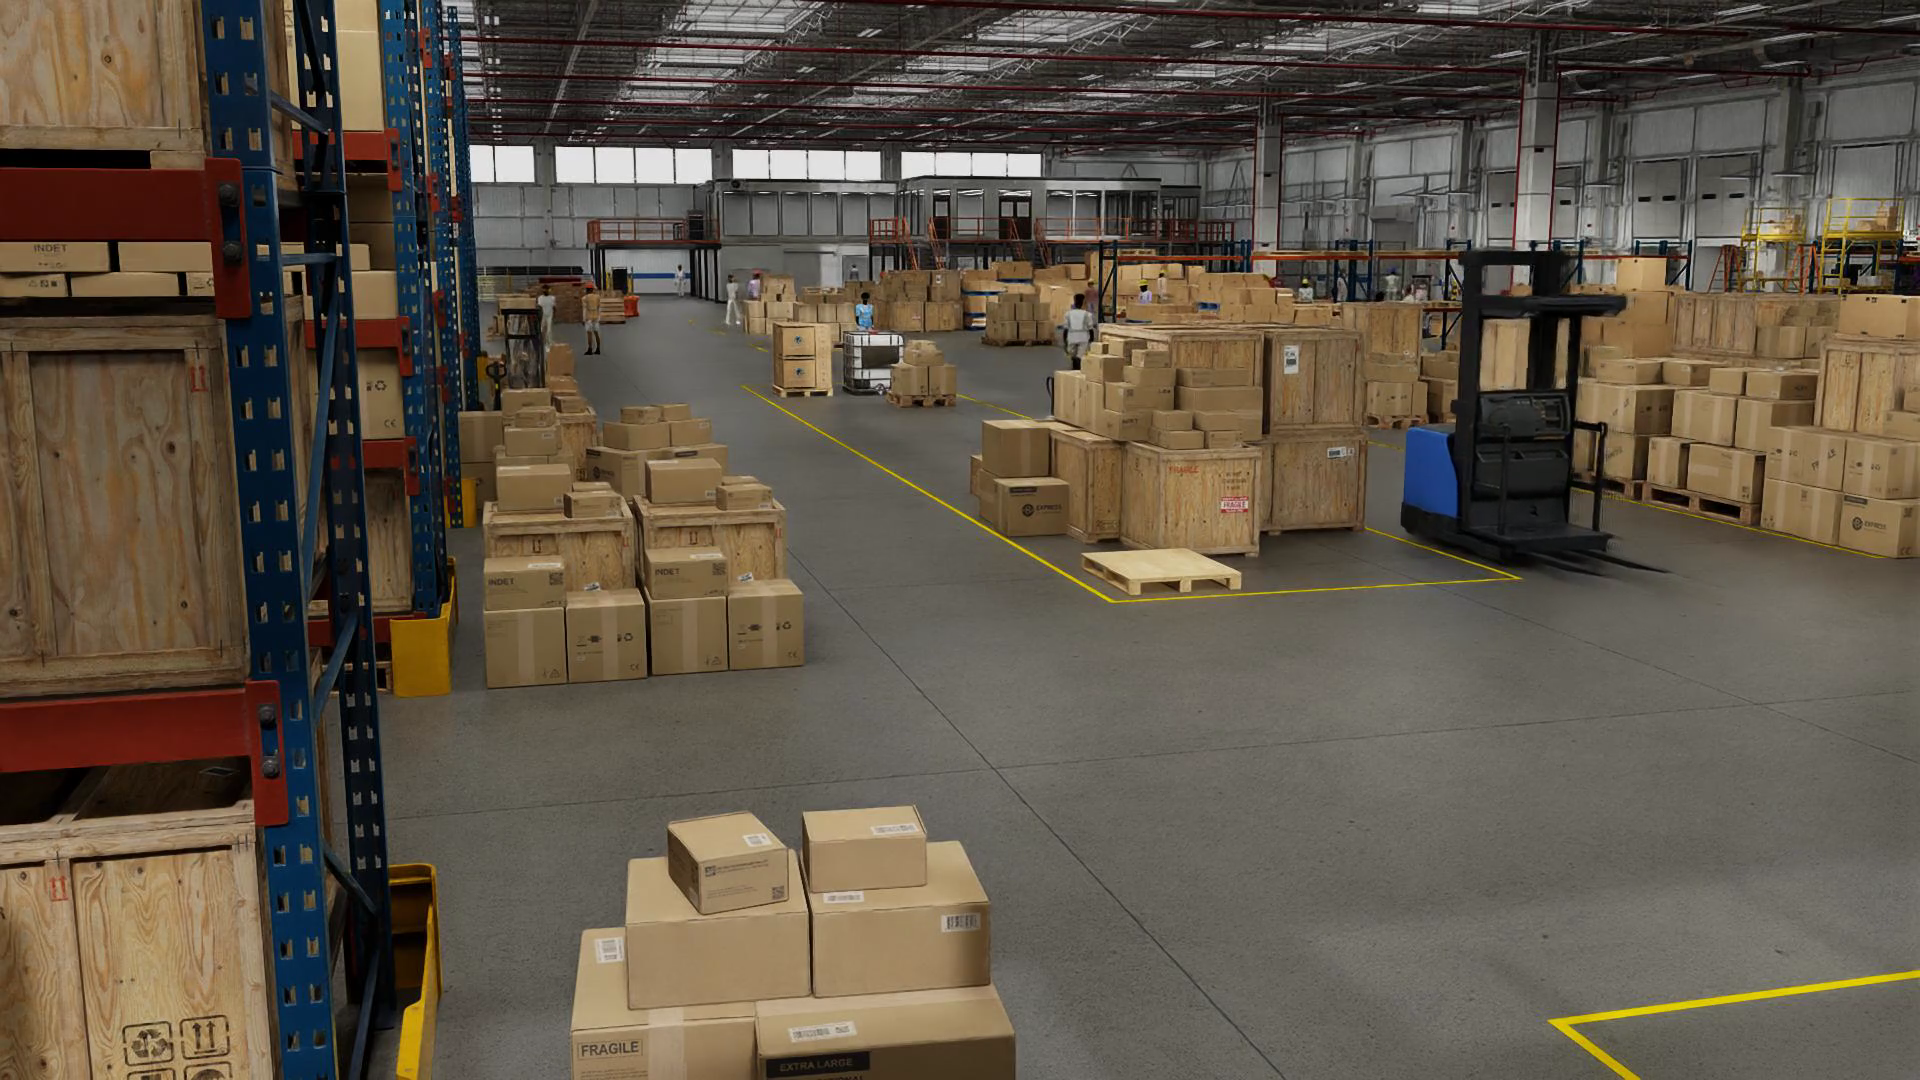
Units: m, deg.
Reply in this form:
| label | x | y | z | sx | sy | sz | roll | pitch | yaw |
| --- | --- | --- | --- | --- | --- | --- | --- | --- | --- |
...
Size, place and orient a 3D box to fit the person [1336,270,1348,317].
| label | x | y | z | sx | sy | sz | roll | pitch | yaw |
| --- | --- | --- | --- | --- | --- | --- | --- | --- | --- |
| person | 14.874 | -9.543 | 64.879 | 0.629 | 1.940 | 0.379 | -6 | 12 | -32 |

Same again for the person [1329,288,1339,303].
| label | x | y | z | sx | sy | sz | roll | pitch | yaw |
| --- | --- | --- | --- | --- | --- | --- | --- | --- | --- |
| person | 11.019 | -6.658 | 49.292 | 0.405 | 1.662 | 0.598 | 3 | 10 | 14 |

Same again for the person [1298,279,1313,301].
| label | x | y | z | sx | sy | sz | roll | pitch | yaw |
| --- | --- | --- | --- | --- | --- | --- | --- | --- | --- |
| person | 12.229 | -8.389 | 58.912 | 0.518 | 1.729 | 0.362 | 3 | 10 | 15 |

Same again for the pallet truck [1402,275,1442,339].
| label | x | y | z | sx | sy | sz | roll | pitch | yaw |
| --- | --- | --- | --- | --- | --- | --- | --- | --- | --- |
| pallet truck | 14.620 | -7.324 | 52.145 | 0.823 | 1.965 | 1.885 | 8 | 13 | 40 |

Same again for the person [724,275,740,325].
| label | x | y | z | sx | sy | sz | roll | pitch | yaw |
| --- | --- | --- | --- | --- | --- | --- | --- | --- | --- |
| person | -8.363 | -8.830 | 61.191 | 0.540 | 1.831 | 0.963 | 4 | 11 | 20 |

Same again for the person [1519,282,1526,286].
| label | x | y | z | sx | sy | sz | roll | pitch | yaw |
| --- | --- | --- | --- | --- | --- | --- | --- | --- | --- |
| person | 16.318 | -6.612 | 48.618 | 0.482 | 1.830 | 0.536 | -10 | 14 | -43 |

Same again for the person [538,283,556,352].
| label | x | y | z | sx | sy | sz | roll | pitch | yaw |
| --- | --- | --- | --- | --- | --- | --- | --- | --- | --- |
| person | -11.298 | -6.060 | 45.375 | 0.548 | 1.859 | 0.385 | 1 | 10 | 8 |

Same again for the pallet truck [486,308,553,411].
| label | x | y | z | sx | sy | sz | roll | pitch | yaw |
| --- | --- | --- | --- | --- | --- | --- | --- | --- | --- |
| pallet truck | -6.242 | -2.418 | 24.362 | 0.823 | 1.965 | 1.885 | 1 | 10 | 3 |

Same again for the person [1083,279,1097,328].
| label | x | y | z | sx | sy | sz | roll | pitch | yaw |
| --- | --- | --- | --- | --- | --- | --- | --- | --- | --- |
| person | 4.617 | -8.347 | 58.689 | 0.530 | 1.729 | 0.859 | -5 | 11 | -28 |

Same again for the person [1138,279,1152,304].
| label | x | y | z | sx | sy | sz | roll | pitch | yaw |
| --- | --- | --- | --- | --- | --- | --- | --- | --- | --- |
| person | 5.361 | -6.621 | 48.408 | 0.396 | 1.919 | 0.581 | -6 | 12 | -30 |

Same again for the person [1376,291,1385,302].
| label | x | y | z | sx | sy | sz | roll | pitch | yaw |
| --- | --- | --- | --- | --- | --- | --- | --- | --- | --- |
| person | 9.180 | -4.534 | 36.674 | 0.597 | 1.890 | 0.896 | 7 | 12 | 33 |

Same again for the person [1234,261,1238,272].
| label | x | y | z | sx | sy | sz | roll | pitch | yaw |
| --- | --- | --- | --- | --- | --- | --- | --- | --- | --- |
| person | 16.175 | -15.475 | 98.308 | 0.623 | 1.992 | 0.396 | -10 | 14 | -44 |

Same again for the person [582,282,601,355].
| label | x | y | z | sx | sy | sz | roll | pitch | yaw |
| --- | --- | --- | --- | --- | --- | --- | --- | --- | --- |
| person | -9.785 | -5.876 | 44.121 | 0.544 | 1.937 | 0.358 | -10 | 14 | -44 |

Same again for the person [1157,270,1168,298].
| label | x | y | z | sx | sy | sz | roll | pitch | yaw |
| --- | --- | --- | --- | --- | --- | --- | --- | --- | --- |
| person | 8.274 | -10.161 | 68.529 | 0.611 | 1.886 | 0.515 | -9 | 13 | -40 |

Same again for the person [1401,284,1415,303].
| label | x | y | z | sx | sy | sz | roll | pitch | yaw |
| --- | --- | --- | --- | --- | --- | --- | --- | --- | --- |
| person | 11.254 | -5.488 | 41.921 | 0.381 | 1.940 | 0.630 | 1 | 10 | 8 |

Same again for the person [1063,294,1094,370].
| label | x | y | z | sx | sy | sz | roll | pitch | yaw |
| --- | --- | --- | --- | --- | --- | --- | --- | --- | --- |
| person | 2.403 | -4.024 | 33.731 | 0.608 | 1.912 | 1.051 | 3 | 11 | 17 |

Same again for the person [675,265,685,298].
| label | x | y | z | sx | sy | sz | roll | pitch | yaw |
| --- | --- | --- | --- | --- | --- | --- | --- | --- | --- |
| person | -15.541 | -14.341 | 92.373 | 0.589 | 1.827 | 1.007 | -3 | 10 | -16 |

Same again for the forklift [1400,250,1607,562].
| label | x | y | z | sx | sy | sz | roll | pitch | yaw |
| --- | --- | --- | --- | --- | --- | --- | --- | --- | --- |
| forklift | 5.142 | -1.339 | 15.757 | 1.129 | 2.768 | 1.873 | -3 | 10 | -15 |

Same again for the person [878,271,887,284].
| label | x | y | z | sx | sy | sz | roll | pitch | yaw |
| --- | --- | --- | --- | --- | --- | --- | --- | --- | --- |
| person | -2.725 | -8.644 | 59.692 | 0.433 | 1.981 | 0.631 | 8 | 13 | 38 |

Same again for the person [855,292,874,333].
| label | x | y | z | sx | sy | sz | roll | pitch | yaw |
| --- | --- | --- | --- | --- | --- | --- | --- | --- | --- |
| person | -2.449 | -5.528 | 42.815 | 0.536 | 1.699 | 0.322 | -7 | 12 | -33 |

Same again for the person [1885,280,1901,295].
| label | x | y | z | sx | sy | sz | roll | pitch | yaw |
| --- | --- | --- | --- | --- | --- | --- | --- | --- | --- |
| person | 26.675 | -6.477 | 47.526 | 0.547 | 1.934 | 0.376 | -3 | 10 | -15 |

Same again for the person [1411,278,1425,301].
| label | x | y | z | sx | sy | sz | roll | pitch | yaw |
| --- | --- | --- | --- | --- | --- | --- | --- | --- | --- |
| person | 15.014 | -7.729 | 54.945 | 0.668 | 1.823 | 0.436 | 0 | 10 | 1 |

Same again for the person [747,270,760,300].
| label | x | y | z | sx | sy | sz | roll | pitch | yaw |
| --- | --- | --- | --- | --- | --- | --- | --- | --- | --- |
| person | -7.386 | -8.713 | 59.992 | 0.636 | 1.994 | 0.921 | -8 | 13 | -38 |

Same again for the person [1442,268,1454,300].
| label | x | y | z | sx | sy | sz | roll | pitch | yaw |
| --- | --- | --- | --- | --- | --- | --- | --- | --- | --- |
| person | 21.399 | -10.967 | 72.946 | 0.545 | 1.938 | 0.357 | 7 | 12 | 36 |

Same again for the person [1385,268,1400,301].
| label | x | y | z | sx | sy | sz | roll | pitch | yaw |
| --- | --- | --- | --- | --- | --- | --- | --- | --- | --- |
| person | 18.885 | -10.897 | 72.565 | 0.639 | 1.926 | 0.464 | 6 | 12 | 31 |
